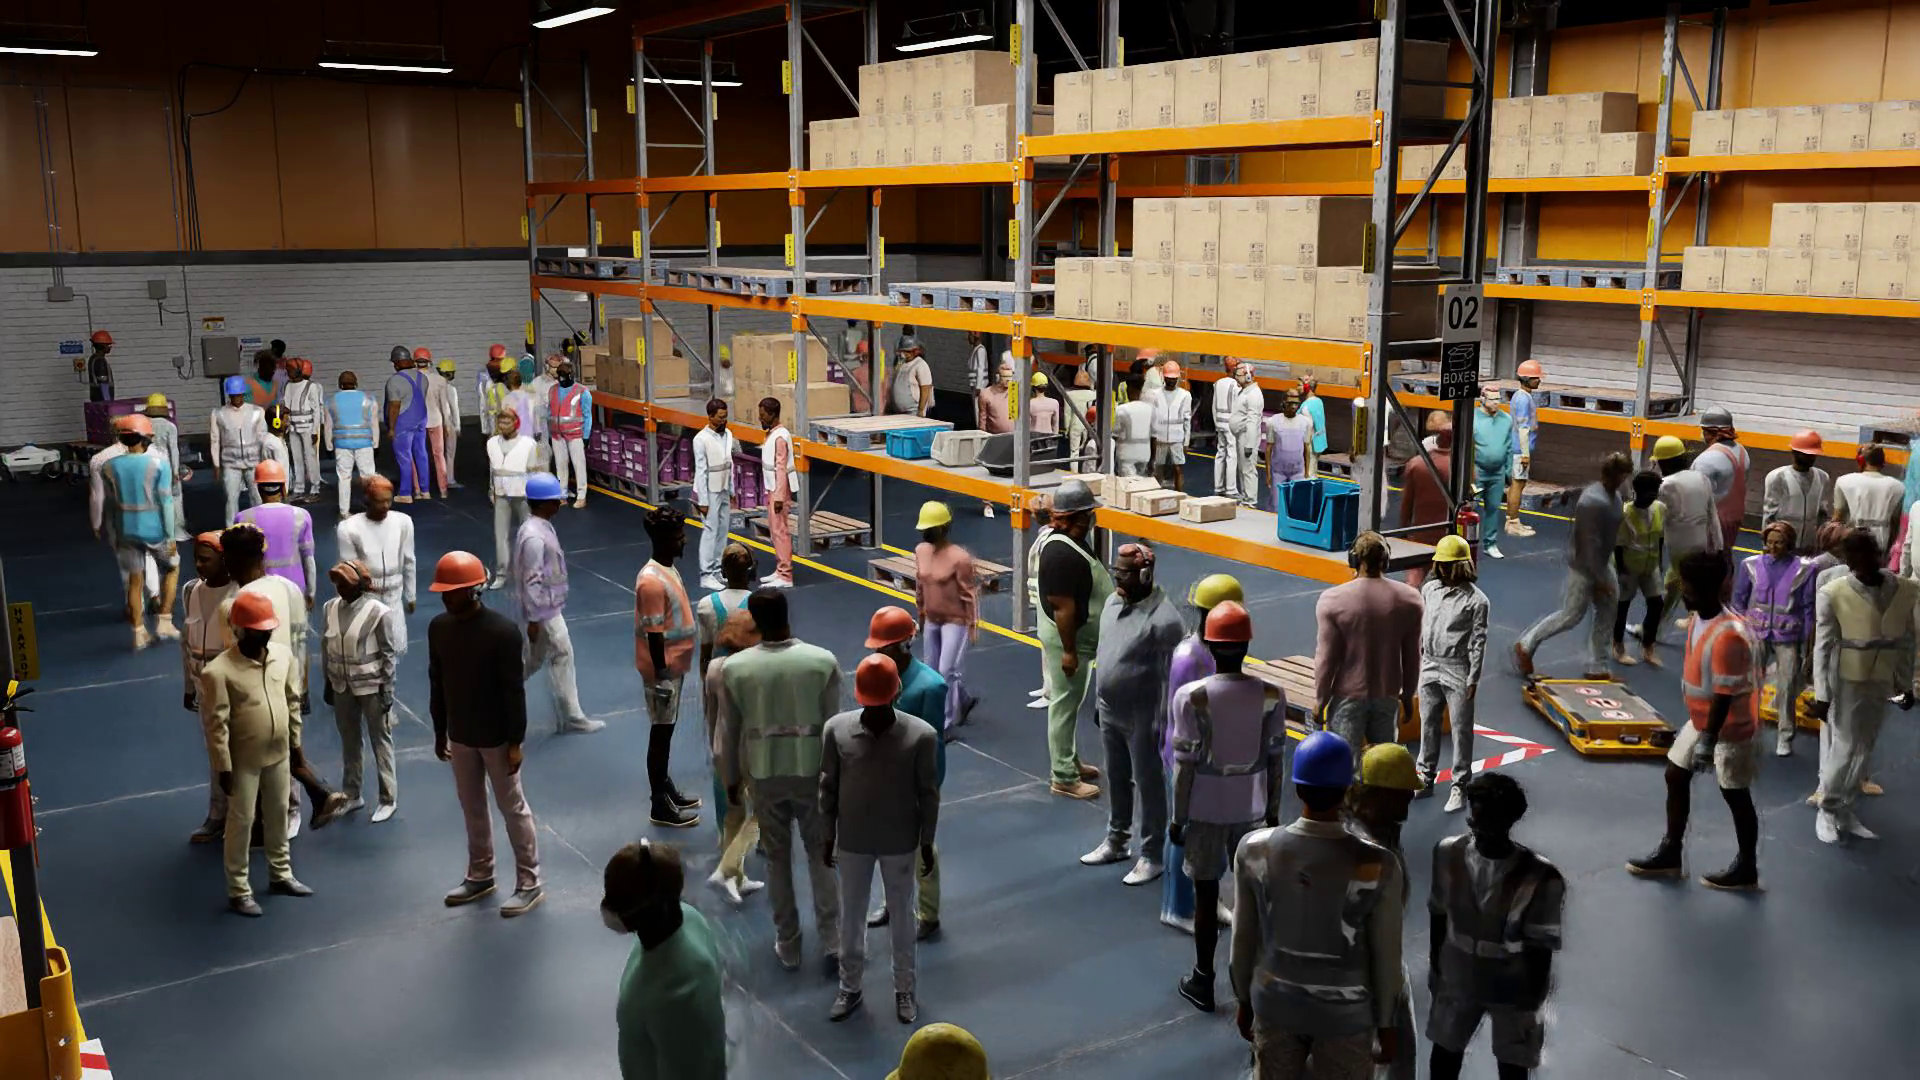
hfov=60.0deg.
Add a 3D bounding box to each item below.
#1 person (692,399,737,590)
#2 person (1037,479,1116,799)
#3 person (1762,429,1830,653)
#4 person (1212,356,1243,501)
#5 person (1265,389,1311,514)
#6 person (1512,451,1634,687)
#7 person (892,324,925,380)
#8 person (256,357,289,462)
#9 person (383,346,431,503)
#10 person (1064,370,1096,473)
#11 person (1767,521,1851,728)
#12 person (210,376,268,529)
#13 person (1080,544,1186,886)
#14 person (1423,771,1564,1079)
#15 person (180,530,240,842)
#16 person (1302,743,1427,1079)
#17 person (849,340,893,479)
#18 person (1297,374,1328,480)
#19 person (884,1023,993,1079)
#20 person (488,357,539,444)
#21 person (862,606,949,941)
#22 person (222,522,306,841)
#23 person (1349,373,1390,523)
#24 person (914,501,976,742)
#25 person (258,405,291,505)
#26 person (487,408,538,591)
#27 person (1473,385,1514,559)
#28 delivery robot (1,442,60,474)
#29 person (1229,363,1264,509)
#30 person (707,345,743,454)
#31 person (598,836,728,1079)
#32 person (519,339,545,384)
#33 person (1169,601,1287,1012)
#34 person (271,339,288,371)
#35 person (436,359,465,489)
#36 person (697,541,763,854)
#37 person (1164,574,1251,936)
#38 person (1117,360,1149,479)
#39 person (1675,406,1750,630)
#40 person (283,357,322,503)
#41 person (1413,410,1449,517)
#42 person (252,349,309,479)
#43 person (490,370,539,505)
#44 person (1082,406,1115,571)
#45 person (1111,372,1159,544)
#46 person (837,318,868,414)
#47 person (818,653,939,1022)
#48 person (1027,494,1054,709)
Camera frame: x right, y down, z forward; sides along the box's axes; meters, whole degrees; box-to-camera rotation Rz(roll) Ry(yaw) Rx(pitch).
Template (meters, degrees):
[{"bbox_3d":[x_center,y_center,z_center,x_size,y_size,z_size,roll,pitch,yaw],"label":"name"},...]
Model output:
[{"bbox_3d":[-2.444,-0.459,16.561,0.405,1.907,0.597,5,12,22],"label":"person"},{"bbox_3d":[0.765,0.616,10.698,0.538,2.000,0.684,1,11,5],"label":"person"},{"bbox_3d":[7.069,0.014,14.080,0.543,1.929,0.386,-1,11,-3],"label":"person"},{"bbox_3d":[3.520,-1.451,21.679,0.343,1.883,0.585,-6,12,-28],"label":"person"},{"bbox_3d":[3.580,-0.745,18.206,0.502,1.837,0.349,-1,11,-5],"label":"person"},{"bbox_3d":[4.890,0.210,13.168,0.846,1.899,0.649,10,15,42],"label":"person"},{"bbox_3d":[-0.880,-2.941,29.568,0.602,1.779,0.980,-1,11,-7],"label":"person"},{"bbox_3d":[-9.624,-1.698,23.276,0.337,1.752,0.564,-8,14,-36],"label":"person"},{"bbox_3d":[-7.207,-1.509,21.573,0.537,2.000,0.688,5,12,26],"label":"person"},{"bbox_3d":[1.643,-1.470,22.422,0.500,1.633,0.284,1,11,3],"label":"person"},{"bbox_3d":[6.090,0.639,11.756,0.529,1.593,0.857,-7,13,-31],"label":"person"},{"bbox_3d":[-7.993,-0.862,18.505,0.615,1.943,0.409,-6,12,-26],"label":"person"},{"bbox_3d":[0.954,0.958,9.295,0.408,1.908,0.641,-7,13,-33],"label":"person"},{"bbox_3d":[1.963,1.668,6.224,0.539,1.686,0.377,9,14,39],"label":"person"},{"bbox_3d":[-4.328,0.871,9.798,0.573,1.883,0.354,3,11,15],"label":"person"},{"bbox_3d":[1.533,1.603,6.460,0.773,1.716,0.480,5,12,26],"label":"person"},{"bbox_3d":[-1.227,-1.795,23.244,0.613,1.970,0.772,-7,13,-31],"label":"person"},{"bbox_3d":[4.133,-1.039,19.666,0.396,1.847,0.565,5,12,24],"label":"person"},{"bbox_3d":[-0.038,2.037,4.192,0.295,1.743,0.493,-2,11,-11],"label":"person"},{"bbox_3d":[-5.715,-1.385,21.296,0.614,1.897,0.701,-3,11,-15],"label":"person"},{"bbox_3d":[-0.317,1.186,8.559,0.574,1.740,0.349,10,15,40],"label":"person"},{"bbox_3d":[-4.167,0.838,9.857,0.587,1.926,0.368,0,11,1],"label":"person"},{"bbox_3d":[4.942,-1.128,20.214,0.679,1.804,0.681,-5,12,-23],"label":"person"},{"bbox_3d":[-0.066,0.563,11.737,0.538,1.737,0.565,10,15,41],"label":"person"},{"bbox_3d":[-6.739,-0.418,16.481,0.351,1.856,0.521,-9,14,-38],"label":"person"},{"bbox_3d":[-4.461,-0.449,16.757,0.587,1.804,0.942,3,11,16],"label":"person"},{"bbox_3d":[5.681,-0.728,17.955,0.650,1.899,0.399,-3,11,-13],"label":"person"},{"bbox_3d":[-12.970,-1.129,23.204,0.707,0.478,0.477,-7,13,-33],"label":"delivery robot"},{"bbox_3d":[3.509,-1.226,20.496,0.399,1.900,0.643,0,11,-1],"label":"person"},{"bbox_3d":[-3.563,-2.061,25.084,0.968,1.782,0.591,6,13,30],"label":"person"},{"bbox_3d":[-0.793,1.788,5.010,0.710,1.919,0.629,-1,11,-6],"label":"person"},{"bbox_3d":[-6.610,-2.242,25.850,0.429,1.840,0.631,-1,11,-5],"label":"person"},{"bbox_3d":[1.236,1.239,7.783,0.549,1.933,0.373,-2,11,-9],"label":"person"},{"bbox_3d":[-11.093,-2.436,27.198,0.318,1.698,0.535,-9,14,-40],"label":"person"},{"bbox_3d":[-6.969,-1.575,22.645,0.534,1.759,0.344,9,14,40],"label":"person"},{"bbox_3d":[-1.261,0.915,9.669,0.504,1.847,0.344,3,11,14],"label":"person"},{"bbox_3d":[1.302,1.111,8.513,0.493,1.911,0.597,7,13,33],"label":"person"},{"bbox_3d":[2.461,-1.671,23.313,0.540,1.689,0.319,3,12,17],"label":"person"},{"bbox_3d":[6.710,-0.207,14.911,0.683,2.000,0.535,-8,13,-34],"label":"person"},{"bbox_3d":[-8.539,-1.425,21.542,0.572,1.886,0.354,5,12,23],"label":"person"},{"bbox_3d":[5.131,-0.588,17.939,0.513,1.623,0.371,-5,12,-24],"label":"person"},{"bbox_3d":[-9.402,-1.701,22.947,0.640,1.893,0.980,2,11,10],"label":"person"},{"bbox_3d":[-5.535,-1.231,20.783,0.956,1.788,0.498,11,15,43],"label":"person"},{"bbox_3d":[1.401,-0.514,17.220,0.341,1.749,0.572,5,12,25],"label":"person"},{"bbox_3d":[2.003,-0.937,18.937,0.609,1.942,0.919,-6,13,-29],"label":"person"},{"bbox_3d":[-1.994,-3.240,30.712,0.649,1.925,0.620,-5,12,-24],"label":"person"},{"bbox_3d":[-0.380,1.360,7.649,0.560,1.743,0.334,1,11,5],"label":"person"},{"bbox_3d":[0.659,0.456,12.551,0.310,1.640,0.514,1,11,7],"label":"person"}]
